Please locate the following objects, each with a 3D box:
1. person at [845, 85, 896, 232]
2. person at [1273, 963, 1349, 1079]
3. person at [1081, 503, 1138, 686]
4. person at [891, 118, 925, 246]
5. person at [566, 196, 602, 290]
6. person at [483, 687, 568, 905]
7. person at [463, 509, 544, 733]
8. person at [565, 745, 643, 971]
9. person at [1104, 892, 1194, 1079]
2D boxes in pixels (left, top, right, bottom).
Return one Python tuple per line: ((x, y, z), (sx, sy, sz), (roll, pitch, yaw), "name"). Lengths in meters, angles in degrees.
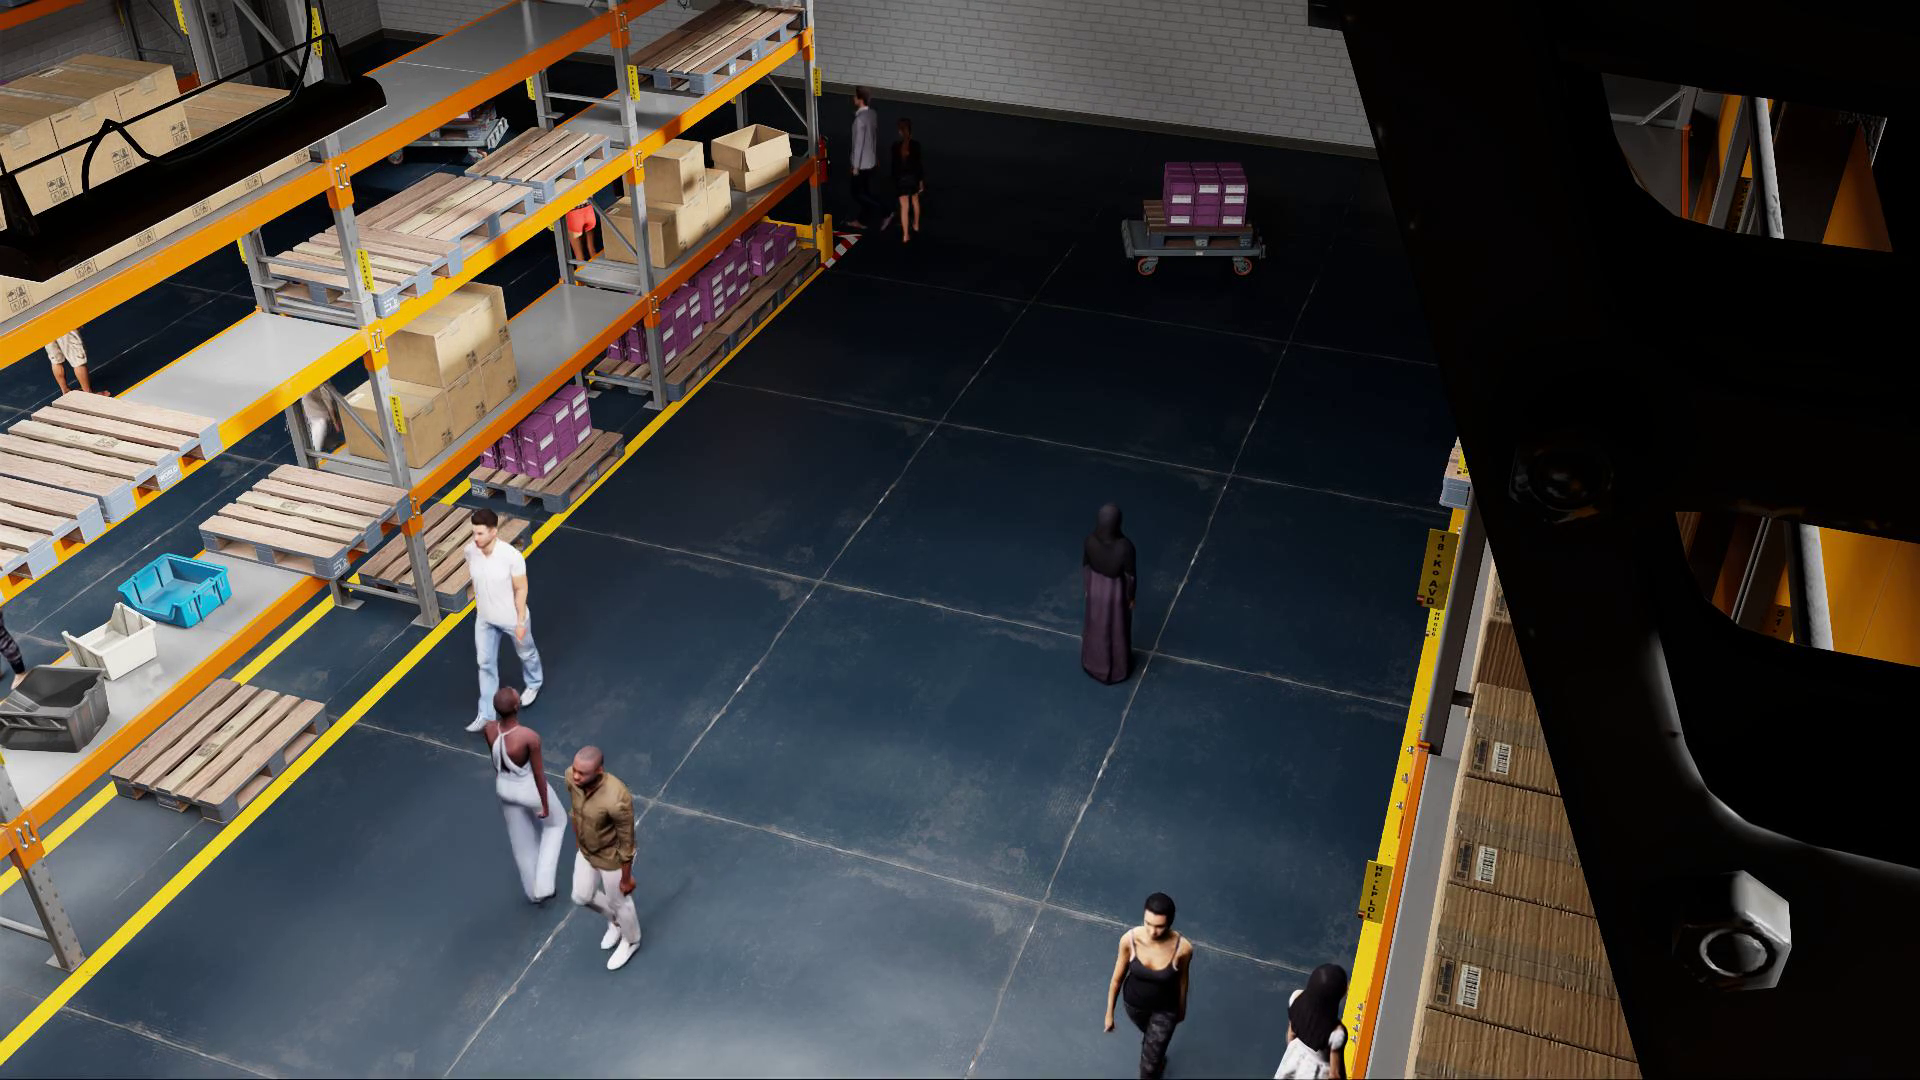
((-1.108, -4.659, 20.470), (0.778, 1.840, 0.885), (9, 35, 13), "person")
((1.901, 2.965, 9.064), (0.823, 1.769, 0.783), (-20, 38, -27), "person")
((1.166, 0.396, 13.069), (0.637, 1.613, 0.632), (18, 37, 24), "person")
((-0.659, -4.356, 20.298), (0.858, 1.525, 1.073), (-3, 34, -4), "person")
((-4.357, -3.701, 19.074), (0.612, 1.789, 0.710), (-29, 43, -36), "person")
((-2.901, 1.746, 10.893), (0.600, 1.775, 0.681), (8, 34, 12), "person")
((-3.441, 0.519, 12.688), (0.708, 1.830, 1.044), (10, 35, 14), "person")
((-2.192, 1.944, 10.560), (0.822, 1.813, 0.757), (23, 40, 30), "person")
((1.120, 2.640, 9.634), (0.606, 1.678, 1.142), (10, 35, 15), "person")
